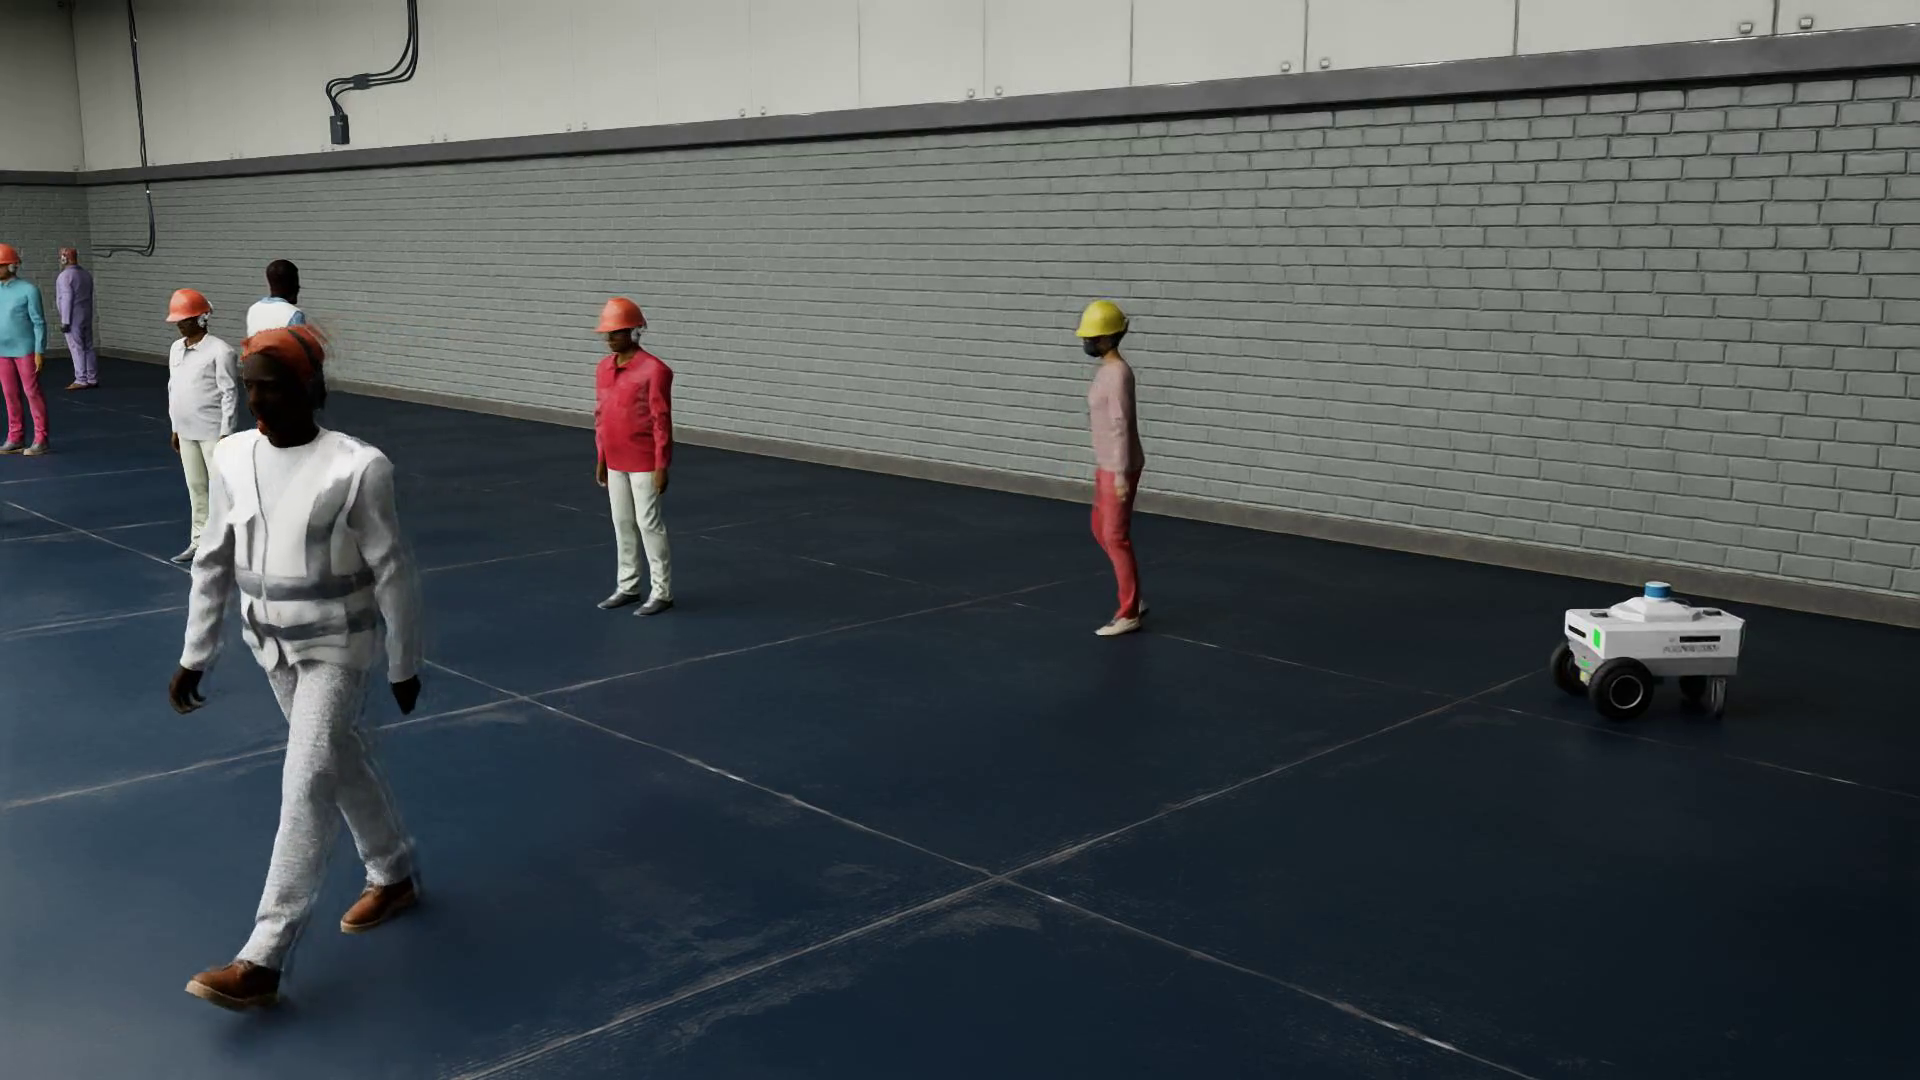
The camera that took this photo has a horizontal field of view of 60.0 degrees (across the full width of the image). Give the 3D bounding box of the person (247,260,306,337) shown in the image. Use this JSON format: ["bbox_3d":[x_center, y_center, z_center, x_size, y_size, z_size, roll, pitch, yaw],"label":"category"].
[{"bbox_3d":[-4.951,-1.076,12.113,0.603,1.904,0.410,7,13,34],"label":"person"}]

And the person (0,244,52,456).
[{"bbox_3d":[-8.931,-1.786,15.714,0.623,1.989,0.400,3,11,15],"label":"person"}]

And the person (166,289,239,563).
[{"bbox_3d":[-4.790,-0.706,10.489,0.559,1.746,0.332,5,12,26],"label":"person"}]

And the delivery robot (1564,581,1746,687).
[{"bbox_3d":[3.053,0.426,7.318,0.707,0.478,0.477,-1,10,-4],"label":"delivery robot"}]

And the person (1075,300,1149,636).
[{"bbox_3d":[0.805,-0.372,8.671,0.451,1.750,0.580,-1,10,-3],"label":"person"}]

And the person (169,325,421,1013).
[{"bbox_3d":[-1.859,0.327,4.641,0.582,1.827,1.005,4,11,23],"label":"person"}]

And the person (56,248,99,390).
[{"bbox_3d":[-11.980,-2.987,22.499,0.402,1.906,0.652,0,10,2],"label":"person"}]

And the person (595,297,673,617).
[{"bbox_3d":[-1.814,-0.452,9.125,0.573,1.743,0.353,9,13,39],"label":"person"}]
